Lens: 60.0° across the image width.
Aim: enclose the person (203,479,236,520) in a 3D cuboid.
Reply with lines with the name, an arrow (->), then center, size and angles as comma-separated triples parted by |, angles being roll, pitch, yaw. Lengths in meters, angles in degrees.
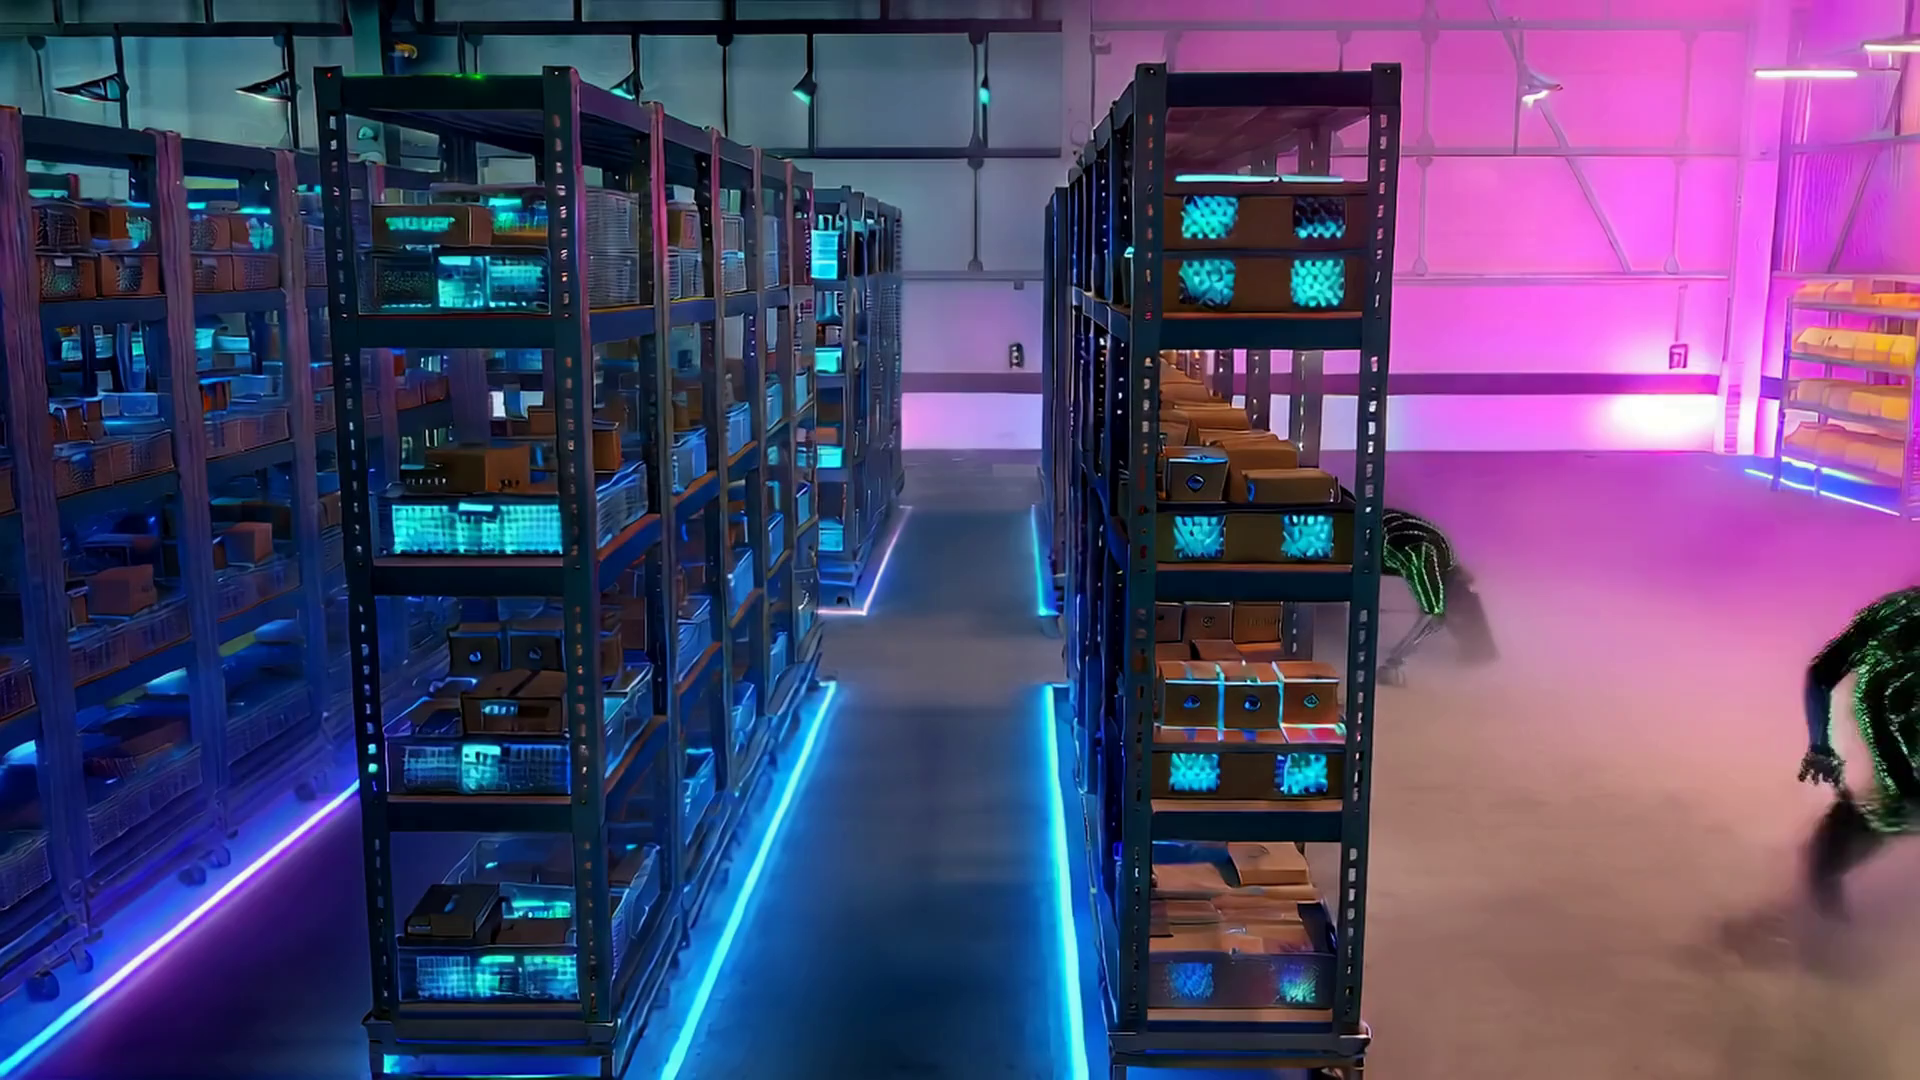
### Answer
person -> -7.558, -0.774, 16.745 | 0.569, 1.942, 0.819 | -1, 10, -8
